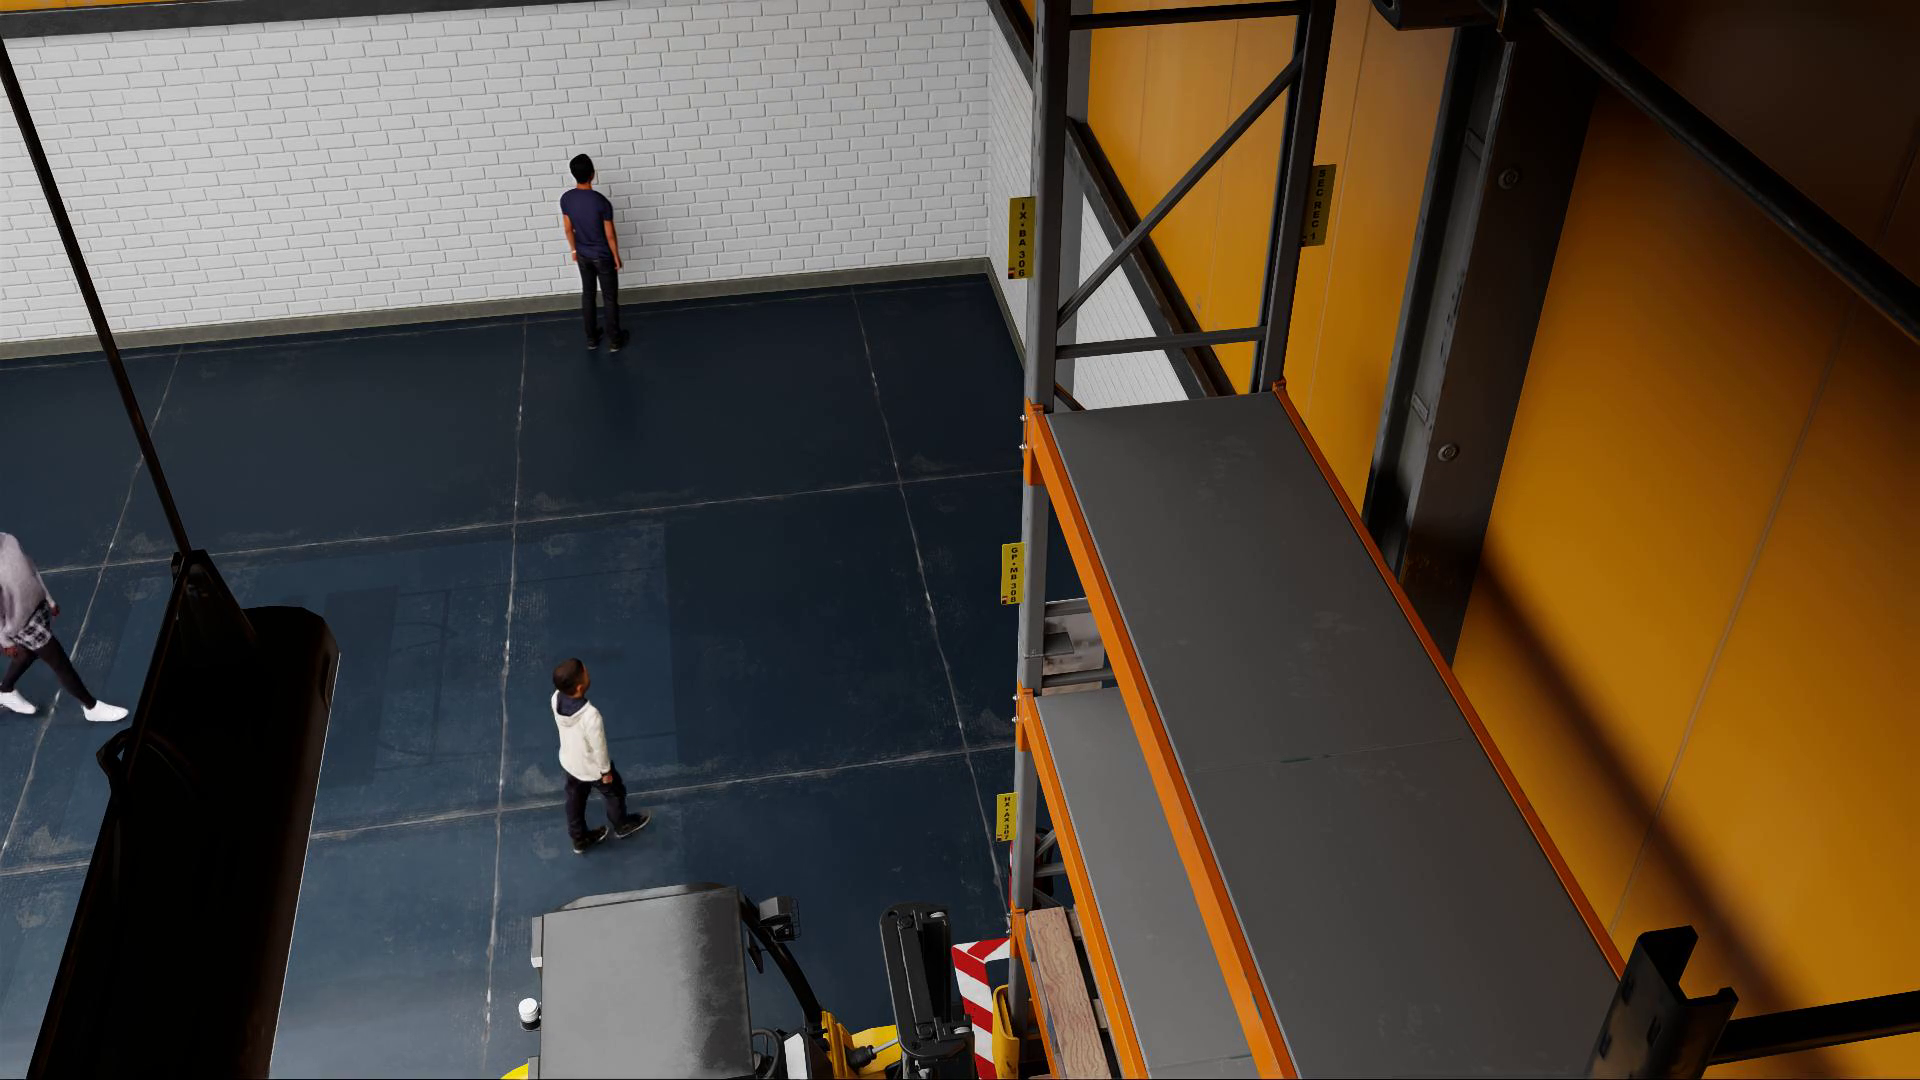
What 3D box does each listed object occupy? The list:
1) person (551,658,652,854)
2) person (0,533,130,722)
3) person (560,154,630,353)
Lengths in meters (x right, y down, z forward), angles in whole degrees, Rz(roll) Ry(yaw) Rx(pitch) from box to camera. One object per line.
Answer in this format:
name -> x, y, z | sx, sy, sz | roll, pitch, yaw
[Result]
person -> -2.265, 1.332, 9.817 | 0.813, 1.440, 0.870 | 26, 45, 29
person -> -6.056, 0.502, 10.614 | 0.838, 1.743, 1.123 | 1, 39, 1
person -> -3.139, -2.449, 14.272 | 0.698, 1.789, 0.686 | 11, 40, 13
